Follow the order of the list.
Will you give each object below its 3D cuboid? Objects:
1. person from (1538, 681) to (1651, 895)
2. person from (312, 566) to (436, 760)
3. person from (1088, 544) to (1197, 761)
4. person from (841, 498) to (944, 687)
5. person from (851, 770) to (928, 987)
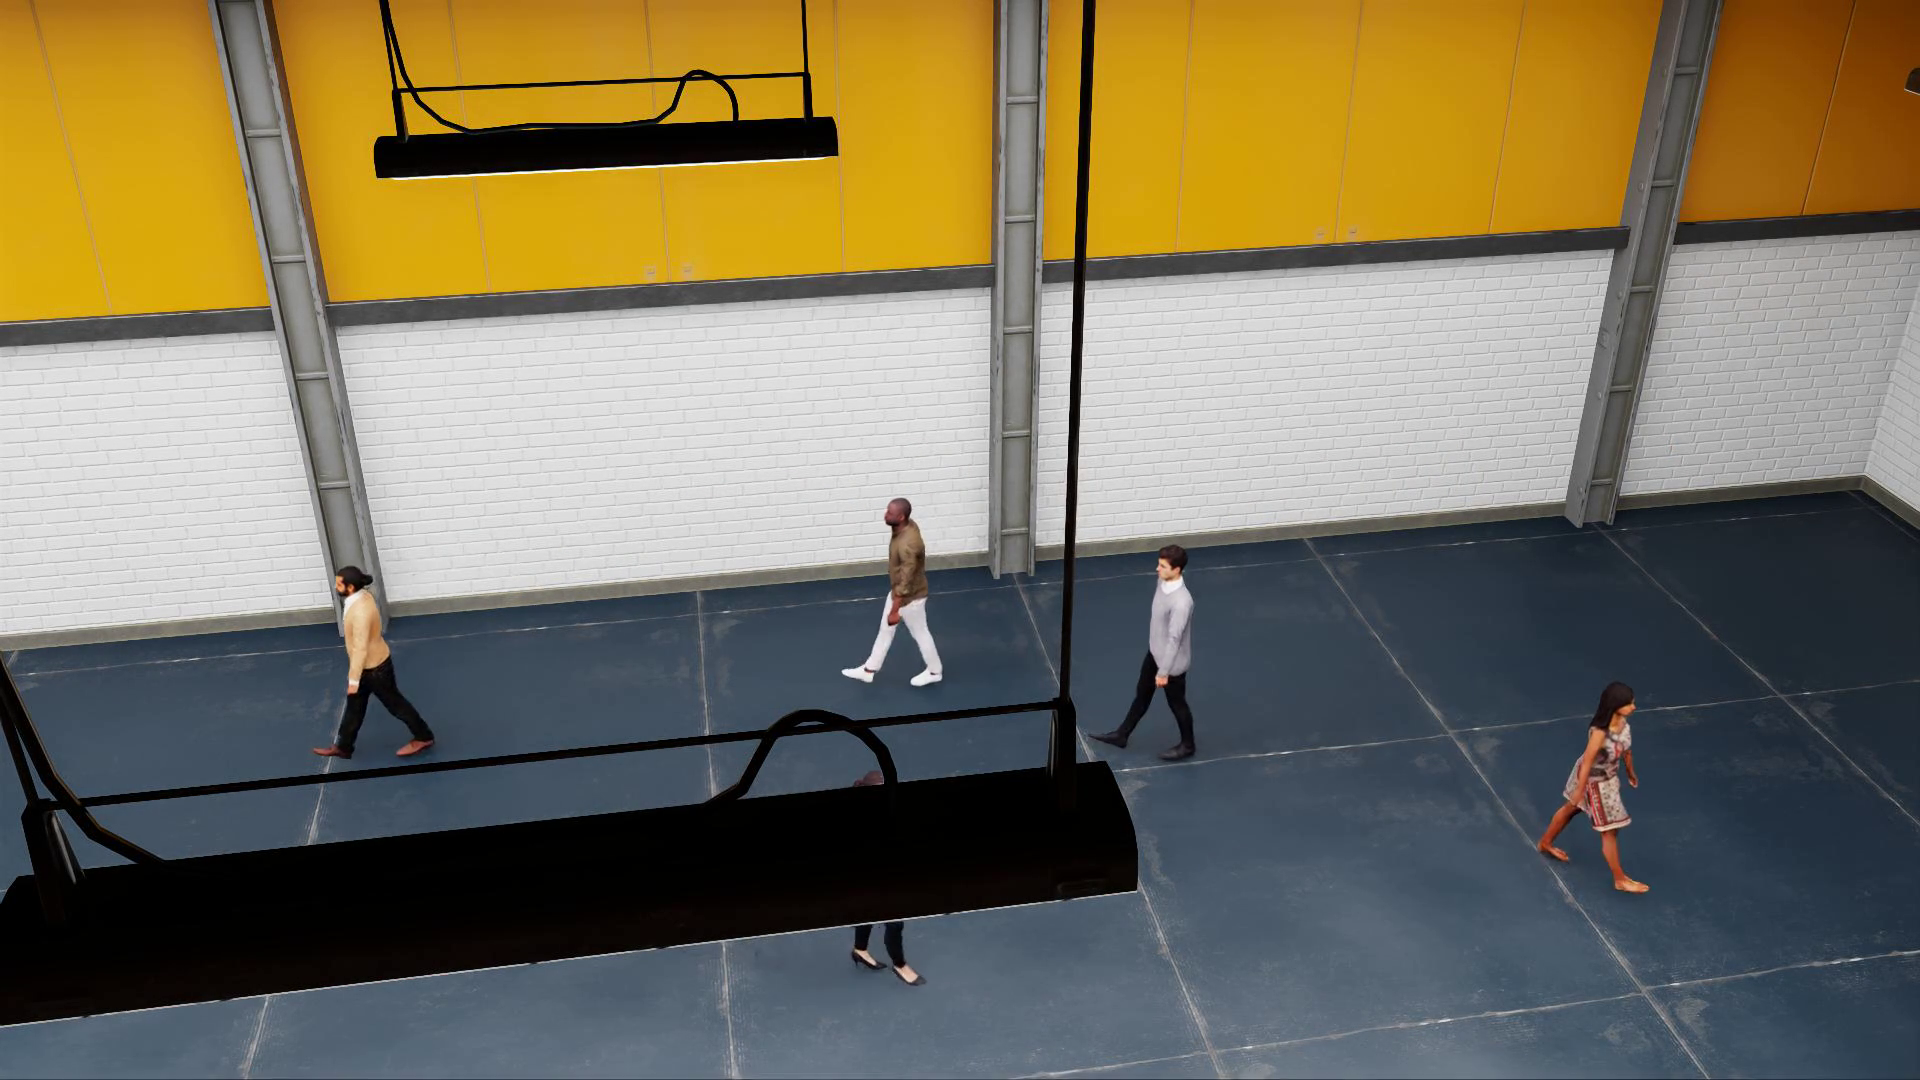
[{"bbox_3d":[4.427,1.679,11.802,1.108,1.607,1.067,19,34,31],"label":"person"},{"bbox_3d":[-4.504,0.984,12.968,1.220,1.710,0.891,-14,31,-23],"label":"person"},{"bbox_3d":[1.705,0.896,12.939,1.070,1.892,0.783,-6,29,-11],"label":"person"},{"bbox_3d":[-0.358,0.459,13.844,1.103,1.792,0.797,-7,29,-12],"label":"person"},{"bbox_3d":[-0.627,2.180,10.844,0.876,1.644,0.769,5,29,10],"label":"person"}]
